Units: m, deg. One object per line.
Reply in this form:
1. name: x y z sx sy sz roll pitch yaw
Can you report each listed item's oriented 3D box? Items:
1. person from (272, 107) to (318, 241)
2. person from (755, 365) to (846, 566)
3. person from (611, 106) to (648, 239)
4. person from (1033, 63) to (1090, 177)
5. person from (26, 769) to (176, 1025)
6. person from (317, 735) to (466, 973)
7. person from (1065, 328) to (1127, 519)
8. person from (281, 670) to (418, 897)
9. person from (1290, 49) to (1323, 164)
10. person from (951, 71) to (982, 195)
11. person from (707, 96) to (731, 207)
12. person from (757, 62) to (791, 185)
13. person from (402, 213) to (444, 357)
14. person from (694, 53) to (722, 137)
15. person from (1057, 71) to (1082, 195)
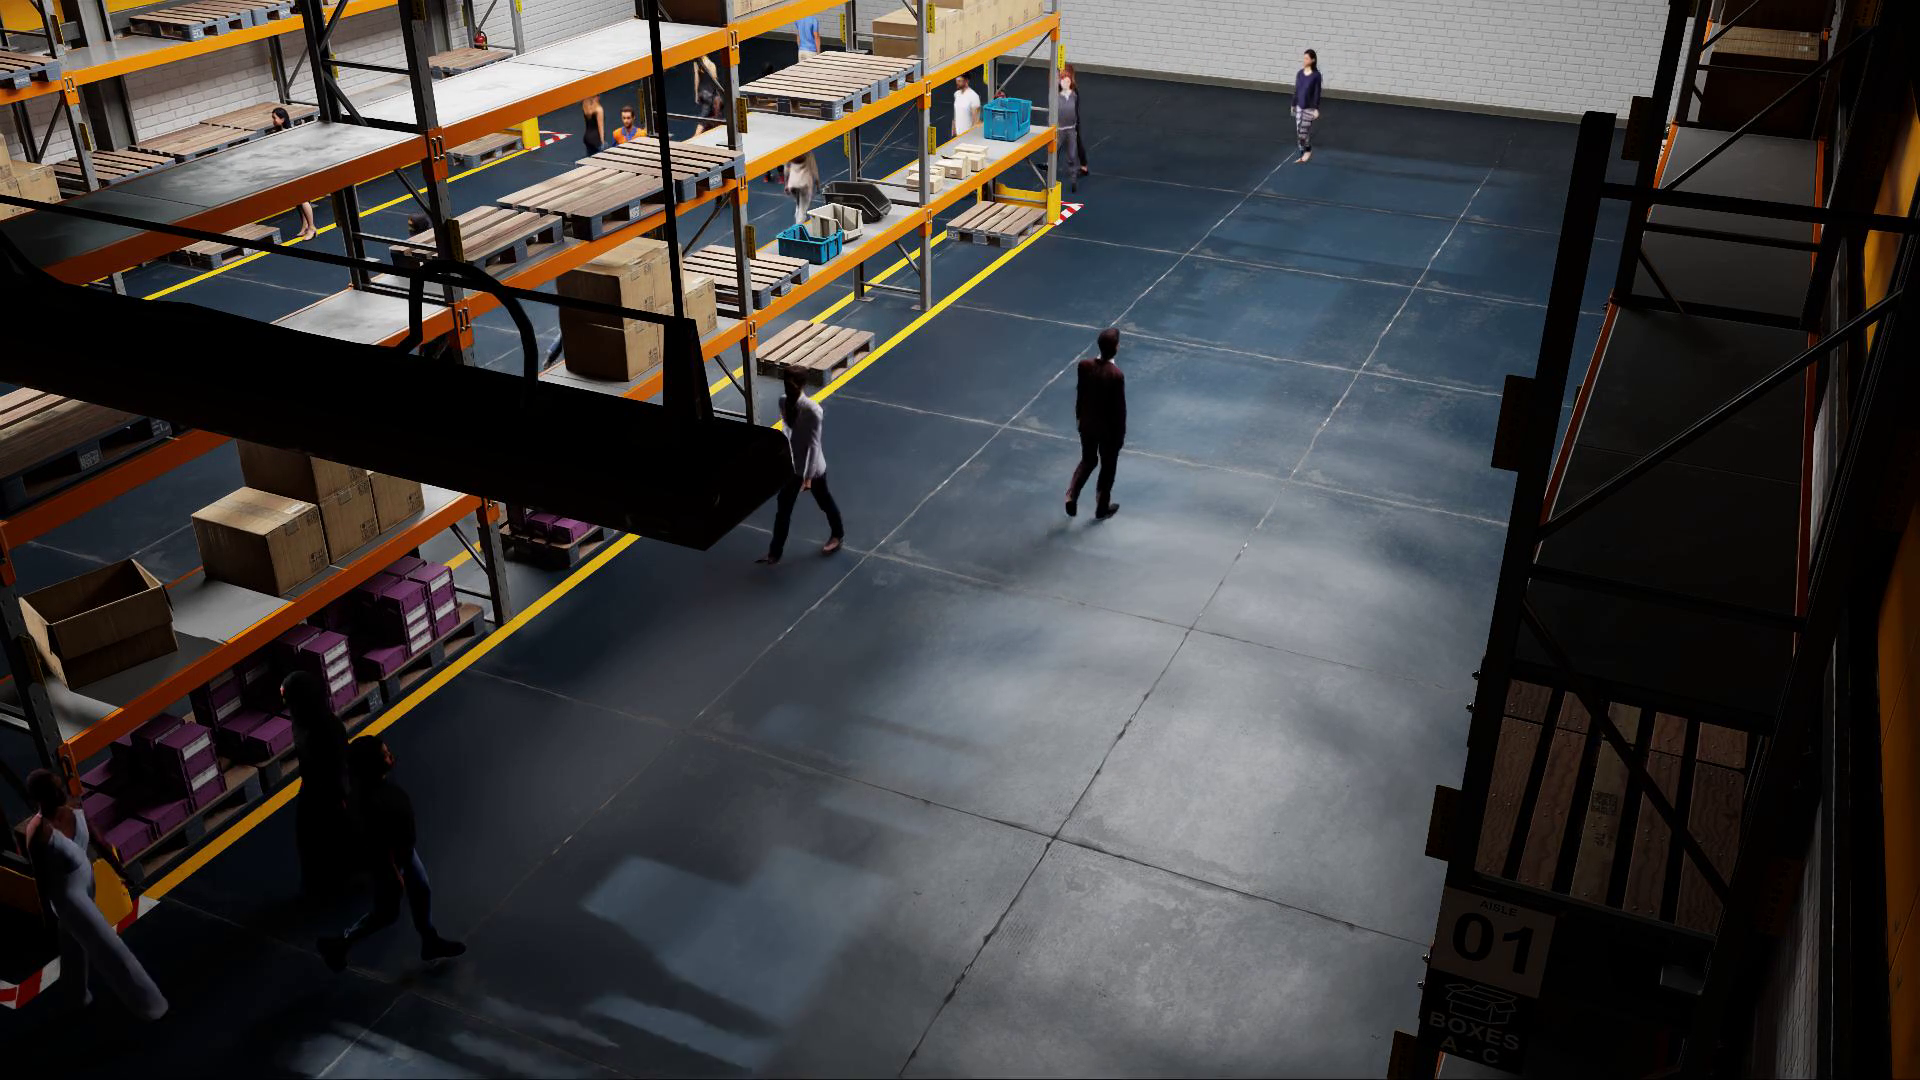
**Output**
1. person: -8.900 -4.887 22.184 0.783 1.769 0.768 -21 35 -33
2. person: -1.275 -0.660 14.401 0.883 1.802 1.260 20 35 33
3. person: -4.315 -4.824 22.023 0.979 1.813 1.329 3 29 5
4. person: 1.730 -6.213 24.722 1.017 1.667 1.074 -3 29 -6
5. person: -5.156 2.037 9.510 0.896 1.752 0.989 0 29 -1
6. person: -3.459 1.915 9.819 1.018 1.669 1.043 -6 29 -11
7. person: 1.213 -1.001 14.979 0.820 1.848 0.981 21 35 33
8. person: -3.955 1.507 10.643 0.829 1.596 1.080 20 34 32
9. person: 5.347 -6.623 25.414 0.748 1.724 0.727 -21 35 -33
10. person: 0.173 -5.834 23.861 1.070 1.826 0.961 -16 33 -27
11. person: -3.379 -5.481 23.502 0.689 1.550 0.757 -2 29 -3
12. person: -2.779 -6.150 24.514 0.668 1.756 0.593 7 29 12
13. person: -5.859 -2.817 18.514 0.759 1.650 1.171 19 34 31
14. person: -3.990 -6.837 25.857 0.769 1.676 1.217 20 34 32
15. person: 1.447 -5.915 24.098 1.037 1.741 1.085 -11 30 -19
